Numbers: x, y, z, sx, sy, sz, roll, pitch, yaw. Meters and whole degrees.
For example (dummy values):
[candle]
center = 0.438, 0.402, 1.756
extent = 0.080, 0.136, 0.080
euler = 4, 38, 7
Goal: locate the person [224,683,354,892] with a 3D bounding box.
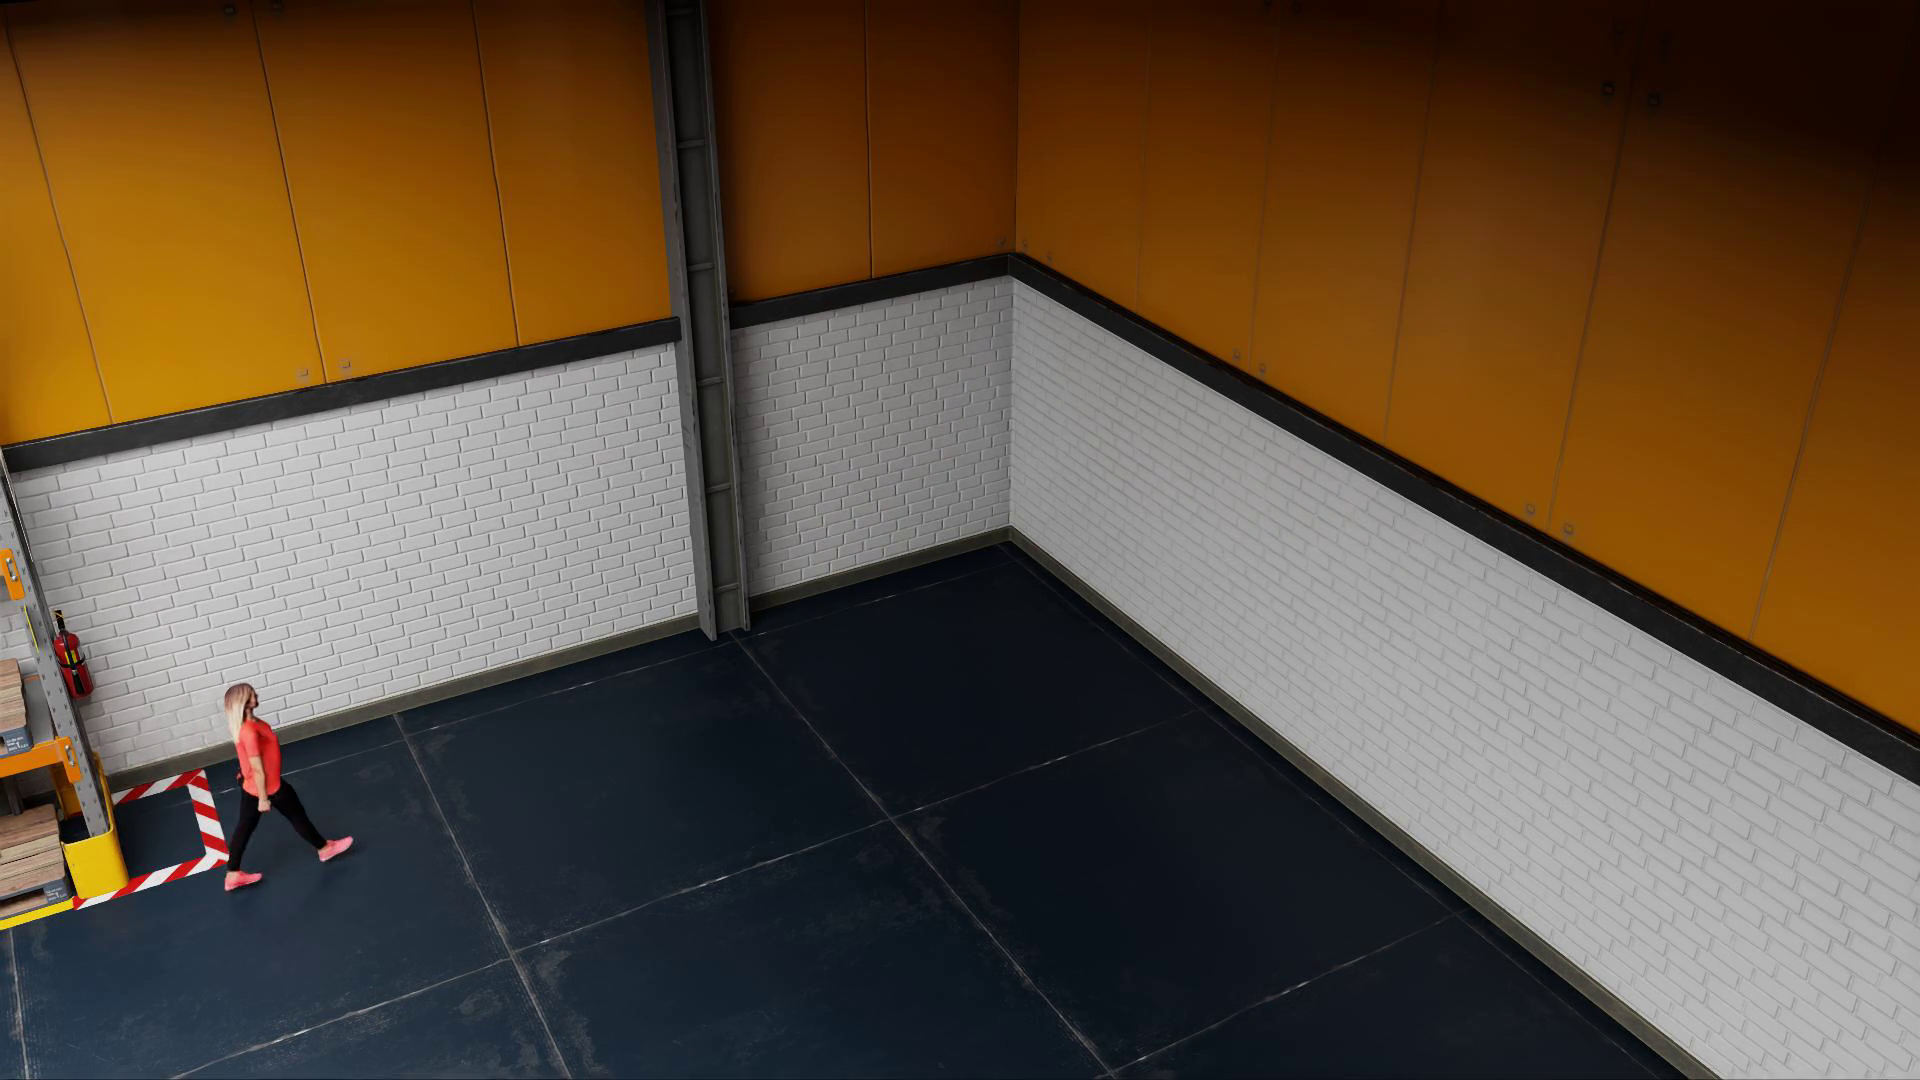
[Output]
[person]
center = -5.068, 1.795, 11.865
extent = 1.189, 1.646, 0.734
euler = -21, 35, -33
